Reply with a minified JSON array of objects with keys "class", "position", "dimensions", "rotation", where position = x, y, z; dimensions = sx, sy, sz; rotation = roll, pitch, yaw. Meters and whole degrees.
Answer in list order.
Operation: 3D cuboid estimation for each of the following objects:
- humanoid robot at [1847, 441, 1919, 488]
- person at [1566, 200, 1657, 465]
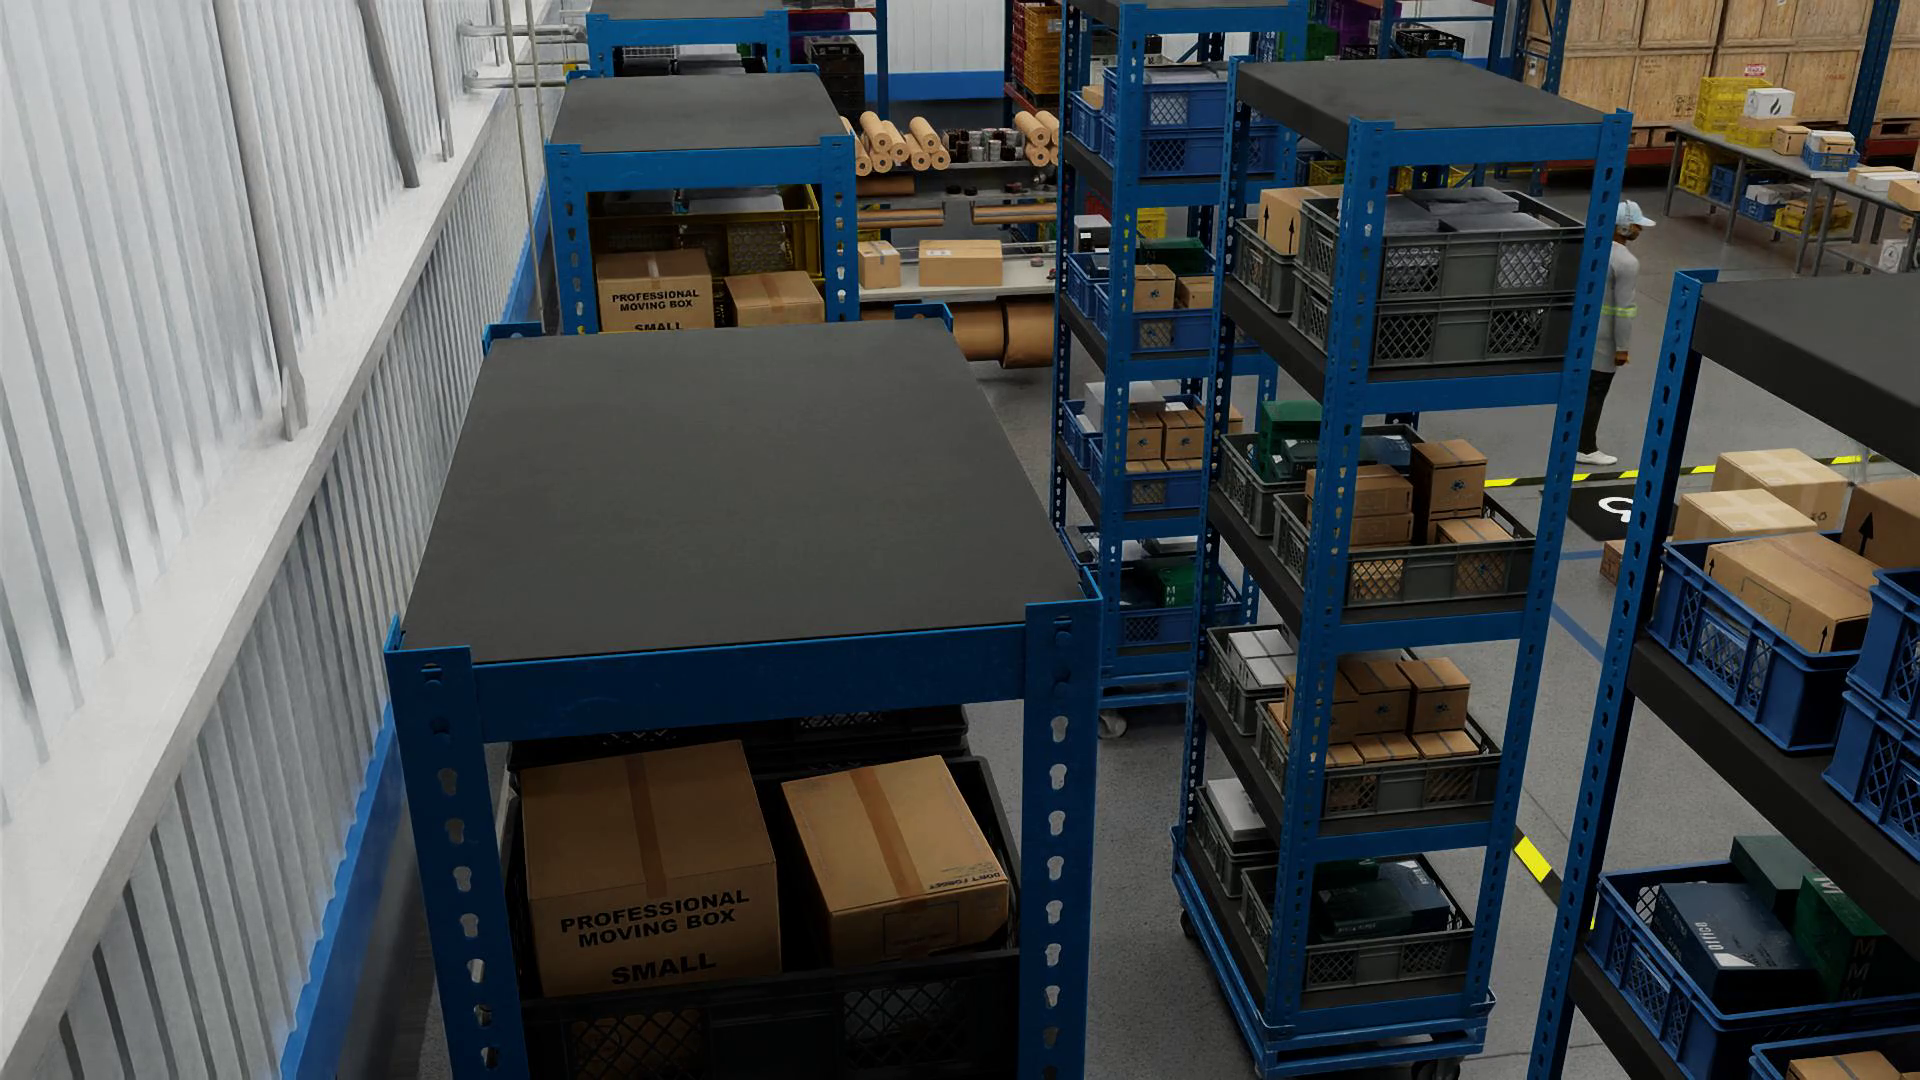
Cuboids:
[{"class":"humanoid robot","position":[6.195,-1.008,10.810],"dimensions":[1.051,1.768,0.540],"rotation":[-12,27,-24]},{"class":"person","position":[4.472,-1.438,11.531],"dimensions":[0.389,1.849,0.595],"rotation":[-5,25,-11]}]
